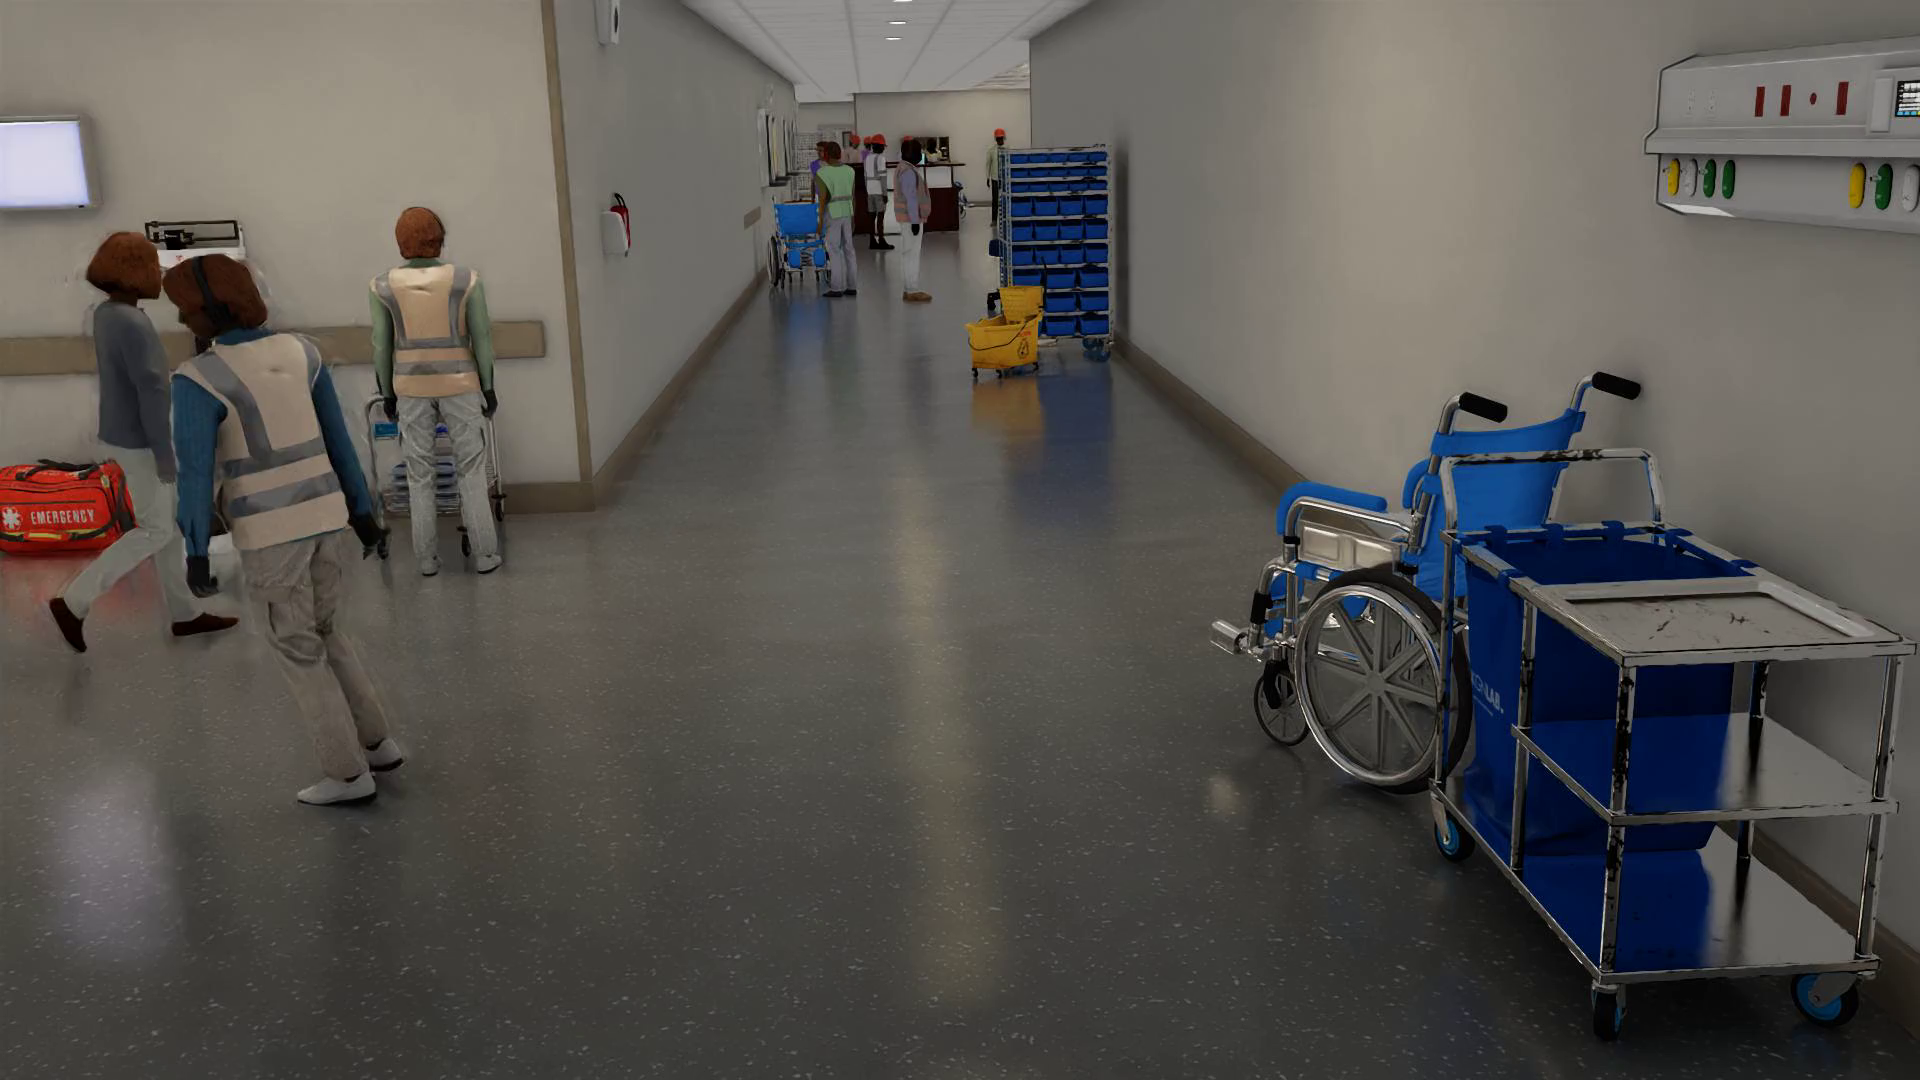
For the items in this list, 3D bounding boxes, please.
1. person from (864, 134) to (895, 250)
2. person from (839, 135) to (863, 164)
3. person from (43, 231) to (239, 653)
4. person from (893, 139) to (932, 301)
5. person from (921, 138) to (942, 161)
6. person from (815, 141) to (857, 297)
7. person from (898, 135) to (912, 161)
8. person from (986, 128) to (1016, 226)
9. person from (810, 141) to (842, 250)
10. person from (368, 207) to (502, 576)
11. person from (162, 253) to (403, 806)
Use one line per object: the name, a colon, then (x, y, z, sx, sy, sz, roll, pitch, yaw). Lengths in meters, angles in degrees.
person: (-1.386, -5.908, 28.269, 0.385, 1.928, 0.546, -11, 17, -35)
person: (-2.504, -8.371, 38.471, 0.645, 1.947, 0.535, 7, 16, 31)
person: (-3.199, -0.355, 6.323, 0.639, 1.609, 0.545, -13, 17, -38)
person: (-0.542, -3.692, 19.243, 0.429, 1.841, 0.633, -4, 14, -8)
person: (-0.630, -8.201, 37.808, 0.631, 1.835, 0.429, -10, 16, -32)
person: (-1.469, -3.836, 19.929, 0.564, 1.846, 0.393, -14, 18, -41)
person: (-1.203, -8.779, 40.078, 0.549, 1.915, 0.720, -6, 14, -16)
person: (0.845, -7.485, 34.341, 0.623, 1.993, 0.384, 0, 14, 6)
person: (-2.109, -5.422, 26.538, 0.571, 1.837, 0.379, 3, 15, 19)
person: (-2.311, -0.642, 7.353, 0.518, 1.632, 0.313, -3, 14, -6)
person: (-1.924, -0.008, 4.734, 0.454, 1.606, 0.534, 3, 15, 20)
